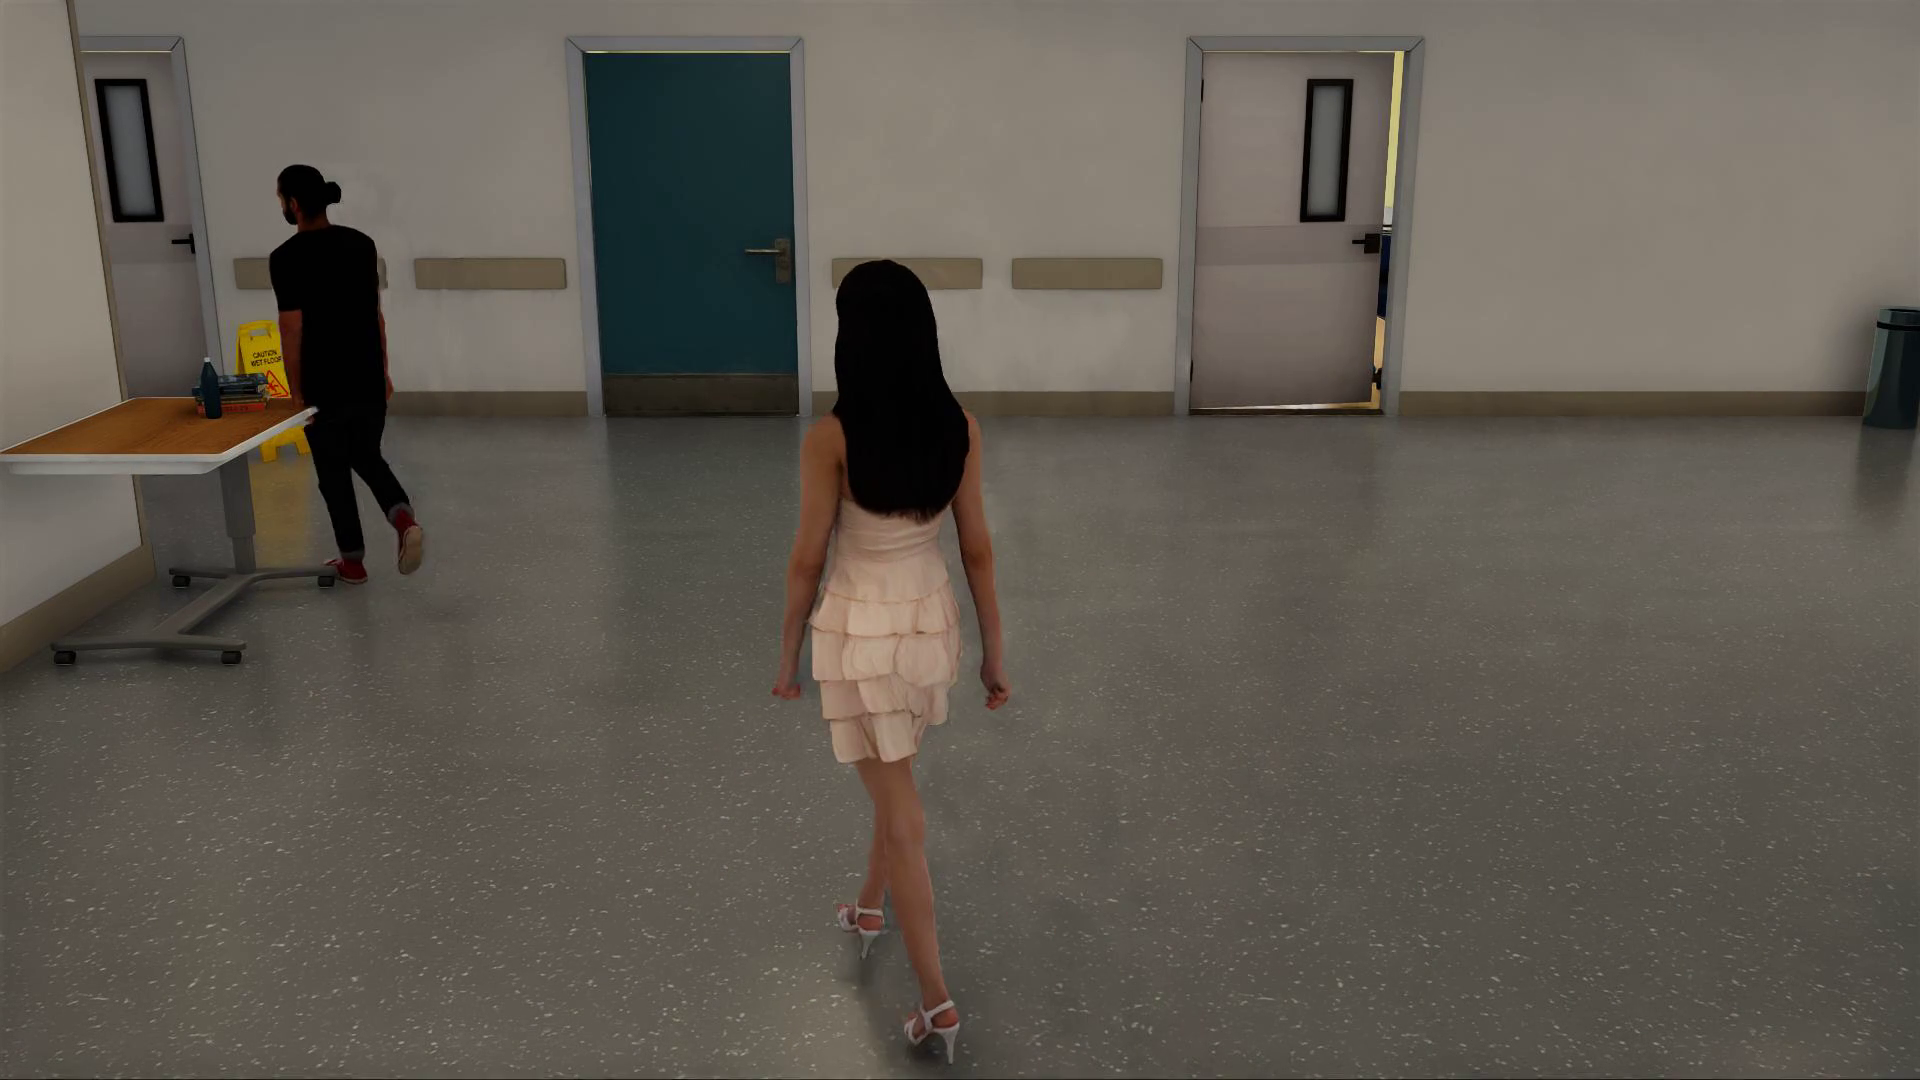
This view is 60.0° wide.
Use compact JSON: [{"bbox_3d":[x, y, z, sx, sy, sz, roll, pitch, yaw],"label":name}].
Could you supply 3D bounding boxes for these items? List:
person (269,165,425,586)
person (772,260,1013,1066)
[{"bbox_3d":[-2.482,-0.629,6.776,1.014,1.739,0.932,13,20,39],"label":"person"},{"bbox_3d":[-0.102,0.305,3.521,0.945,1.707,0.936,-9,18,-30],"label":"person"}]
